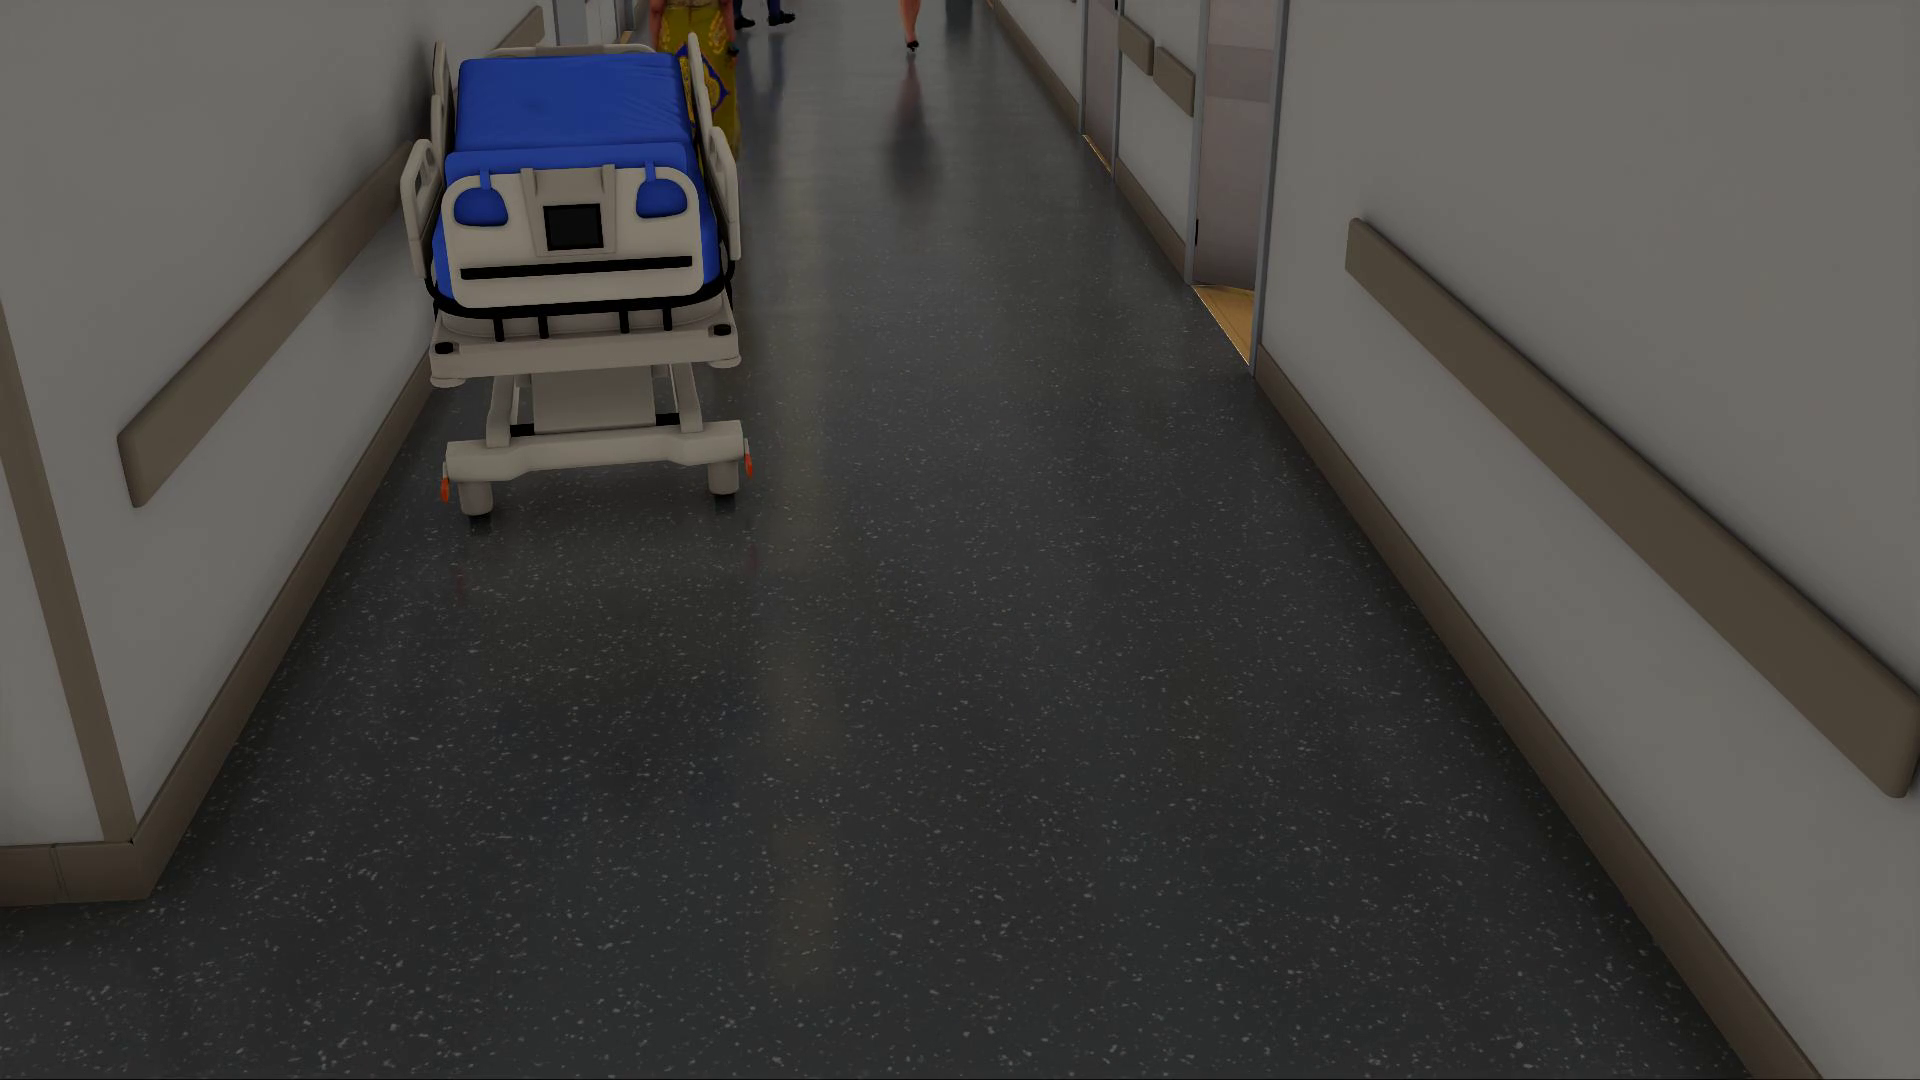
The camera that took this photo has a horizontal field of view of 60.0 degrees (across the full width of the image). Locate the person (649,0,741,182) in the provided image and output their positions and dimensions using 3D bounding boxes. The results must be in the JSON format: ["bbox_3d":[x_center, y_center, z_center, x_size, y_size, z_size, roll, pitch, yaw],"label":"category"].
[{"bbox_3d":[-1.498,-2.758,9.520,1.272,1.618,0.960,-8,27,-15],"label":"person"}]

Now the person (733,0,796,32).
[{"bbox_3d":[-1.989,-5.576,15.097,0.987,1.848,1.041,19,31,33],"label":"person"}]
